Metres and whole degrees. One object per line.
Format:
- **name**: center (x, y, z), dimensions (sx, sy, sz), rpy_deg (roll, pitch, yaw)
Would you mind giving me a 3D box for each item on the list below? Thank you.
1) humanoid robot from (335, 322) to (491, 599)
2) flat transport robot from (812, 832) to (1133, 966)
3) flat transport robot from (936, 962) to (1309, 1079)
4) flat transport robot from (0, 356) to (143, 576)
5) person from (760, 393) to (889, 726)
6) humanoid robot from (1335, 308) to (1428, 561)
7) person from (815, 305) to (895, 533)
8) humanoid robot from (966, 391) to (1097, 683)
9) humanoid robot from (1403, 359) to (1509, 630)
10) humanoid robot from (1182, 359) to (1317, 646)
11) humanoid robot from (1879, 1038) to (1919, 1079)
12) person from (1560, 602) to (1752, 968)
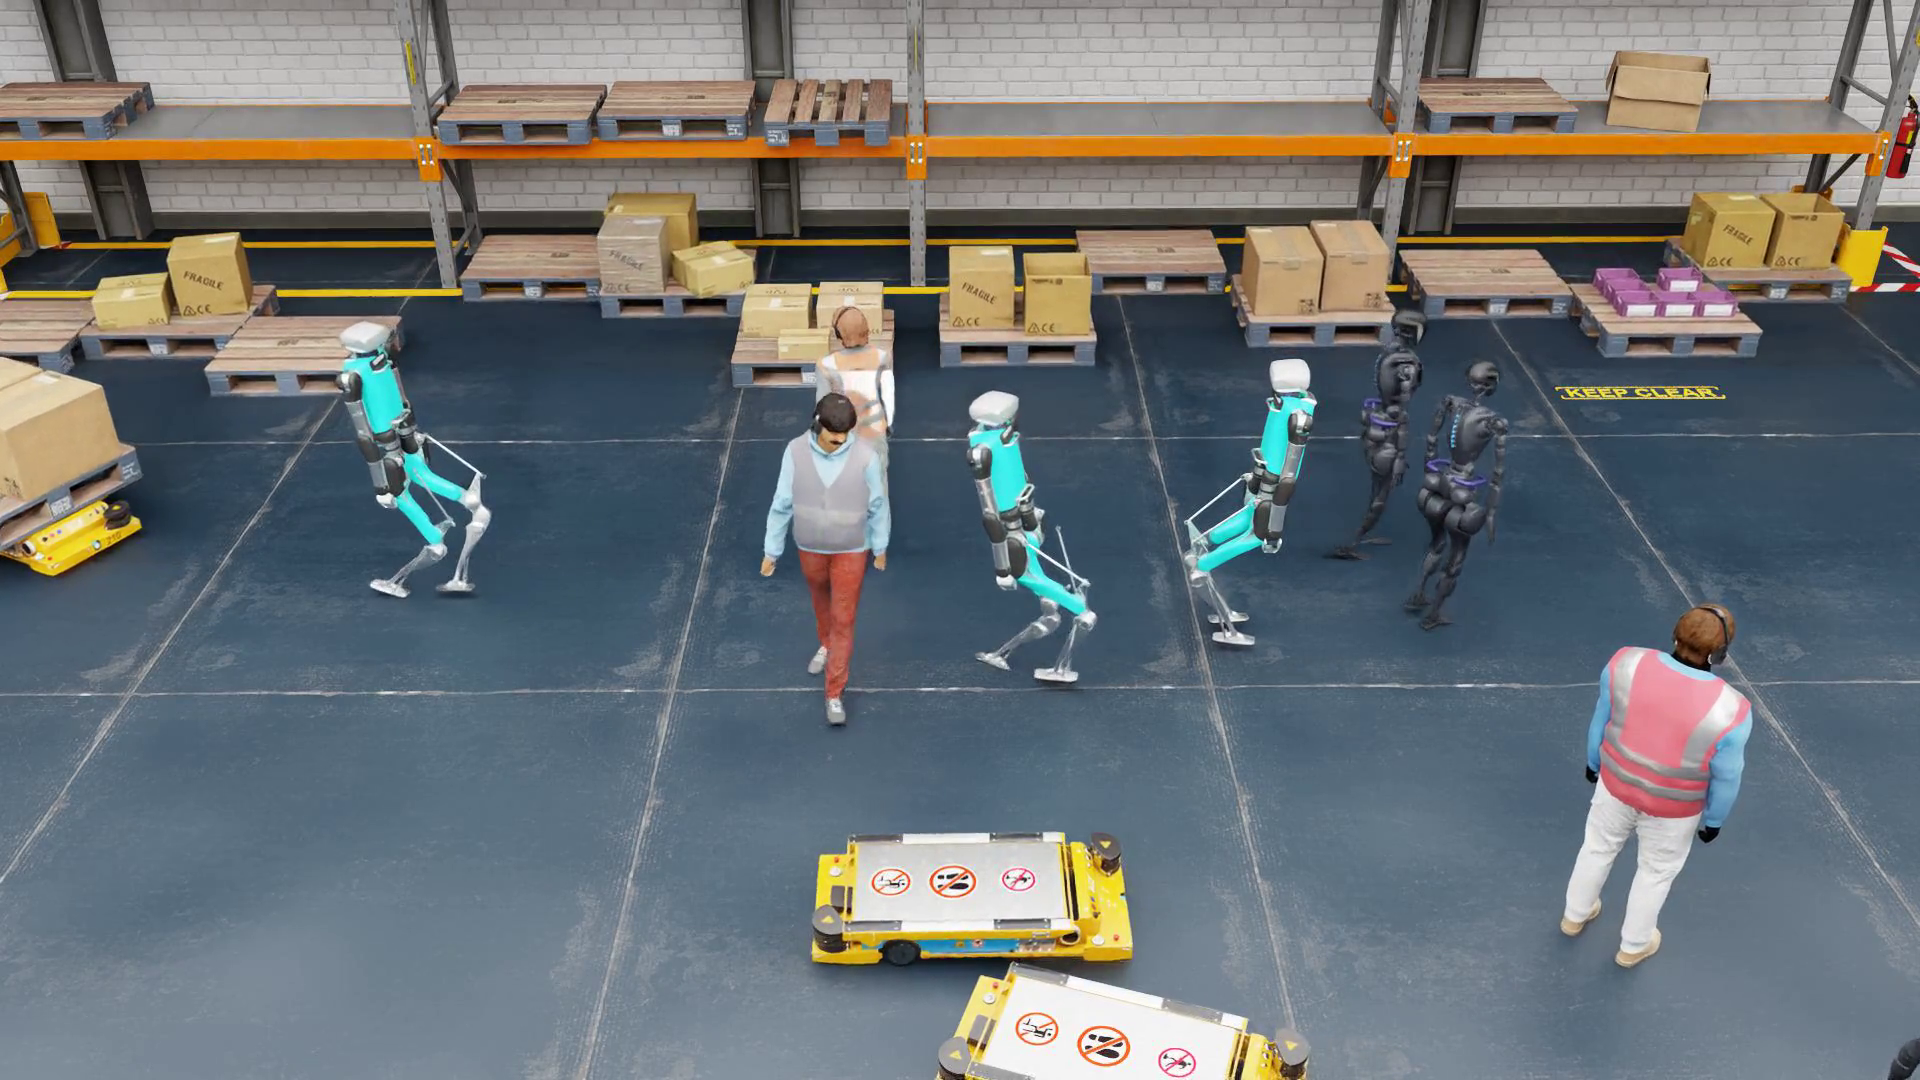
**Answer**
- **humanoid robot**: center (-3.113, -0.405, 9.666), dimensions (0.856, 1.766, 0.535), rpy_deg (5, 31, 8)
- **flat transport robot**: center (0.050, 1.649, 7.665), dimensions (1.431, 0.231, 0.659), rpy_deg (-1, 31, -1)
- **flat transport robot**: center (0.667, 2.162, 6.811), dimensions (1.431, 0.231, 0.659), rpy_deg (10, 32, 16)
- **flat transport robot**: center (-6.035, -0.156, 10.671), dimensions (1.431, 0.231, 0.659), rpy_deg (15, 34, 23)
- **person**: center (-0.719, 0.066, 8.770), dimensions (0.630, 1.818, 0.897), rpy_deg (5, 31, 9)
- **humanoid robot**: center (2.559, -0.634, 10.116), dimensions (0.395, 1.648, 0.586), rpy_deg (-1, 31, -1)
- **person**: center (-0.629, -0.659, 10.178), dimensions (0.511, 1.637, 0.305), rpy_deg (-13, 33, -20)
- **humanoid robot**: center (0.462, 0.082, 8.887), dimensions (0.889, 1.777, 0.530), rpy_deg (11, 33, 18)
- **humanoid robot**: center (2.817, -0.252, 9.466), dimensions (0.372, 1.636, 0.584), rpy_deg (-19, 36, -29)
- **humanoid robot**: center (1.527, -0.195, 9.214), dimensions (0.746, 1.689, 0.531), rpy_deg (-1, 31, -2)
- **humanoid robot**: center (3.141, 2.152, 5.458), dimensions (0.326, 1.650, 0.601), rpy_deg (-7, 32, -11)
- **person**: center (2.981, 1.059, 7.135), dimensions (0.638, 1.831, 0.430), rpy_deg (25, 39, 36)
